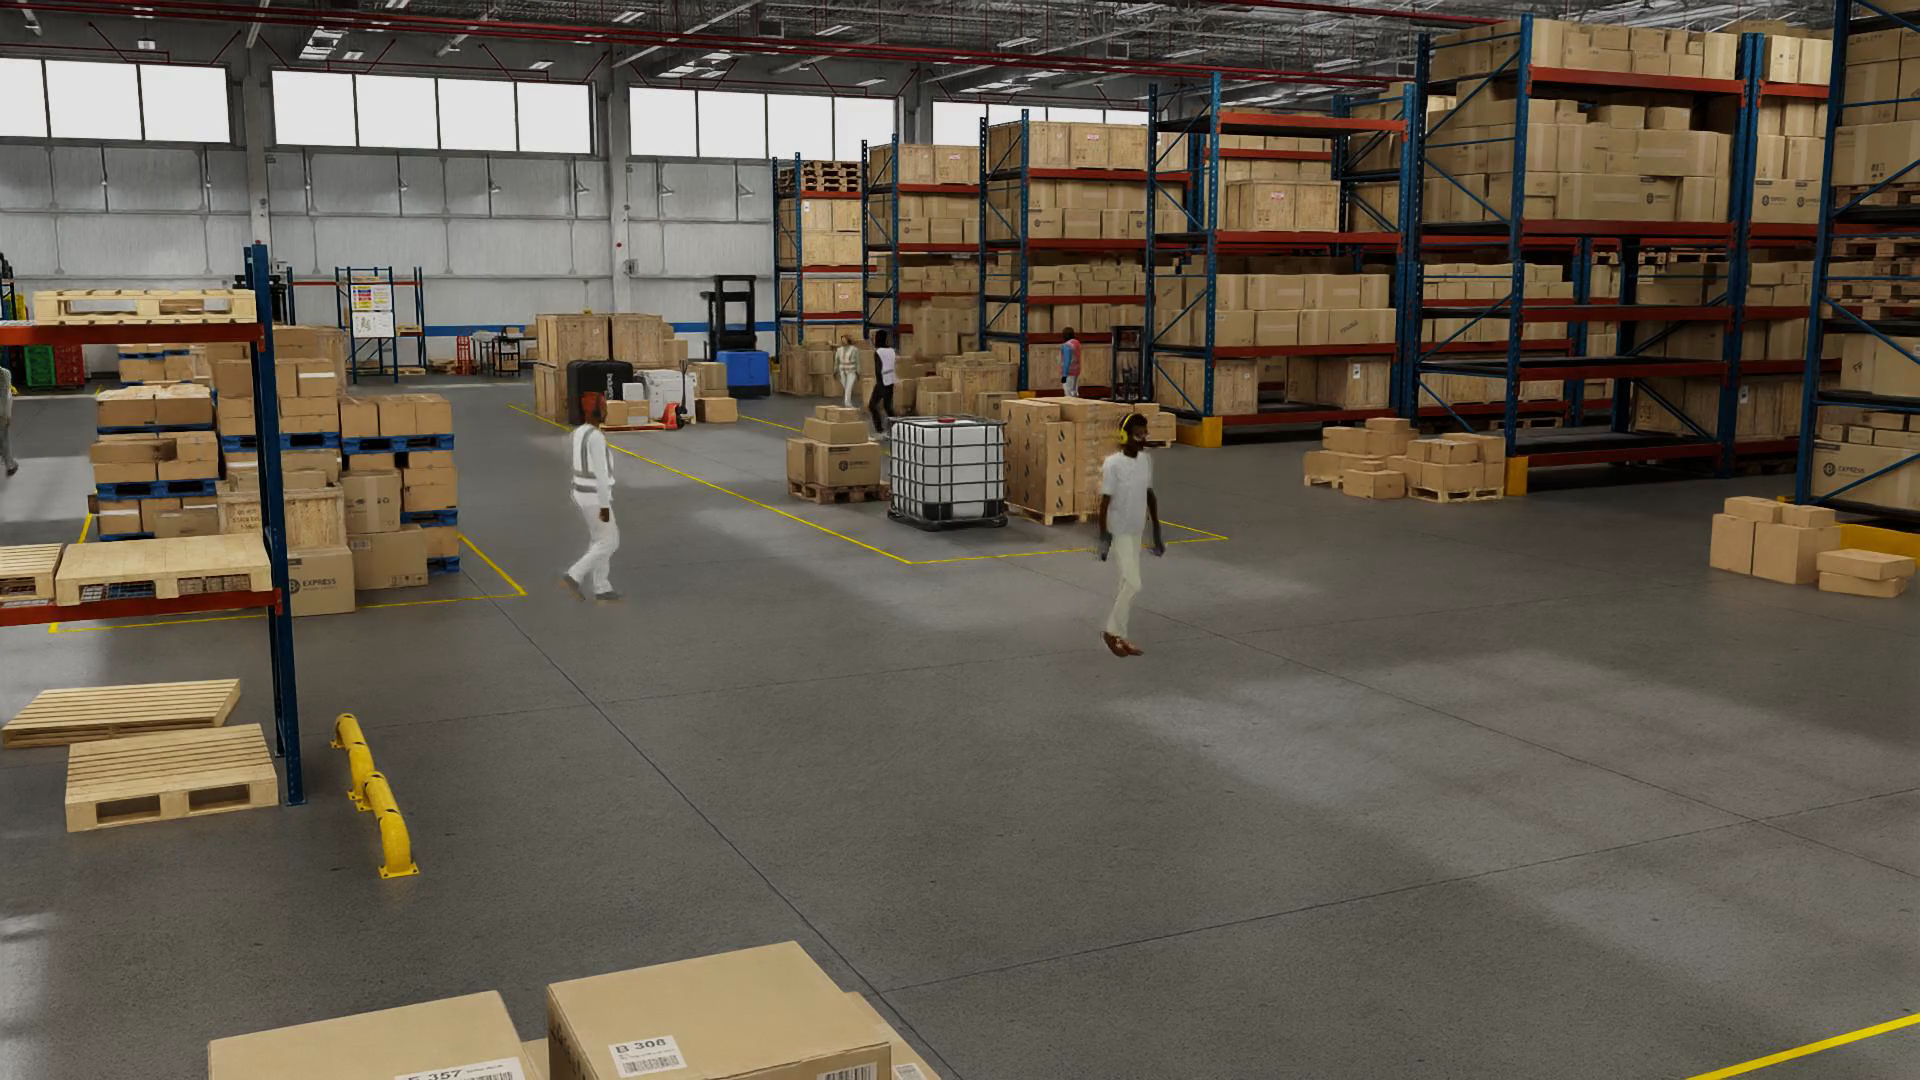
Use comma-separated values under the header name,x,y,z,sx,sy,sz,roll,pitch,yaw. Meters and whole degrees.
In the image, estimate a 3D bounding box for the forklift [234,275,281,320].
name,x,y,z,sx,sy,sz,roll,pitch,yaw
forklift,-15.632,-4.532,37.205,1.129,2.768,1.873,-4,10,-25

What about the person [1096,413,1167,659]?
name,x,y,z,sx,sy,sz,roll,pitch,yaw
person,1.286,-0.029,12.470,0.459,1.853,0.536,8,12,42

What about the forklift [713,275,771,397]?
name,x,y,z,sx,sy,sz,roll,pitch,yaw
forklift,-5.169,-4.727,38.413,1.129,2.768,1.873,-4,10,-25

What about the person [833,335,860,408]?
name,x,y,z,sx,sy,sz,roll,pitch,yaw
person,-2.358,-3.401,34.139,0.540,1.600,0.819,5,10,26

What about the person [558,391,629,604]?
name,x,y,z,sx,sy,sz,roll,pitch,yaw
person,-3.175,-0.350,14.358,0.552,1.873,0.606,-5,10,-27

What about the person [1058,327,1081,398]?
name,x,y,z,sx,sy,sz,roll,pitch,yaw
person,2.108,-3.194,32.128,0.430,1.841,0.624,4,10,25

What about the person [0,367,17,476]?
name,x,y,z,sx,sy,sz,roll,pitch,yaw
person,-13.518,-1.772,23.213,0.635,1.873,1.065,-3,10,-17

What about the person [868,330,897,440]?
name,x,y,z,sx,sy,sz,roll,pitch,yaw
person,-1.354,-2.665,28.655,0.595,1.899,0.586,6,11,31

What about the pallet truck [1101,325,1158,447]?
name,x,y,z,sx,sy,sz,roll,pitch,yaw
pallet truck,2.881,-2.596,27.923,0.823,1.965,1.885,-1,9,-7
